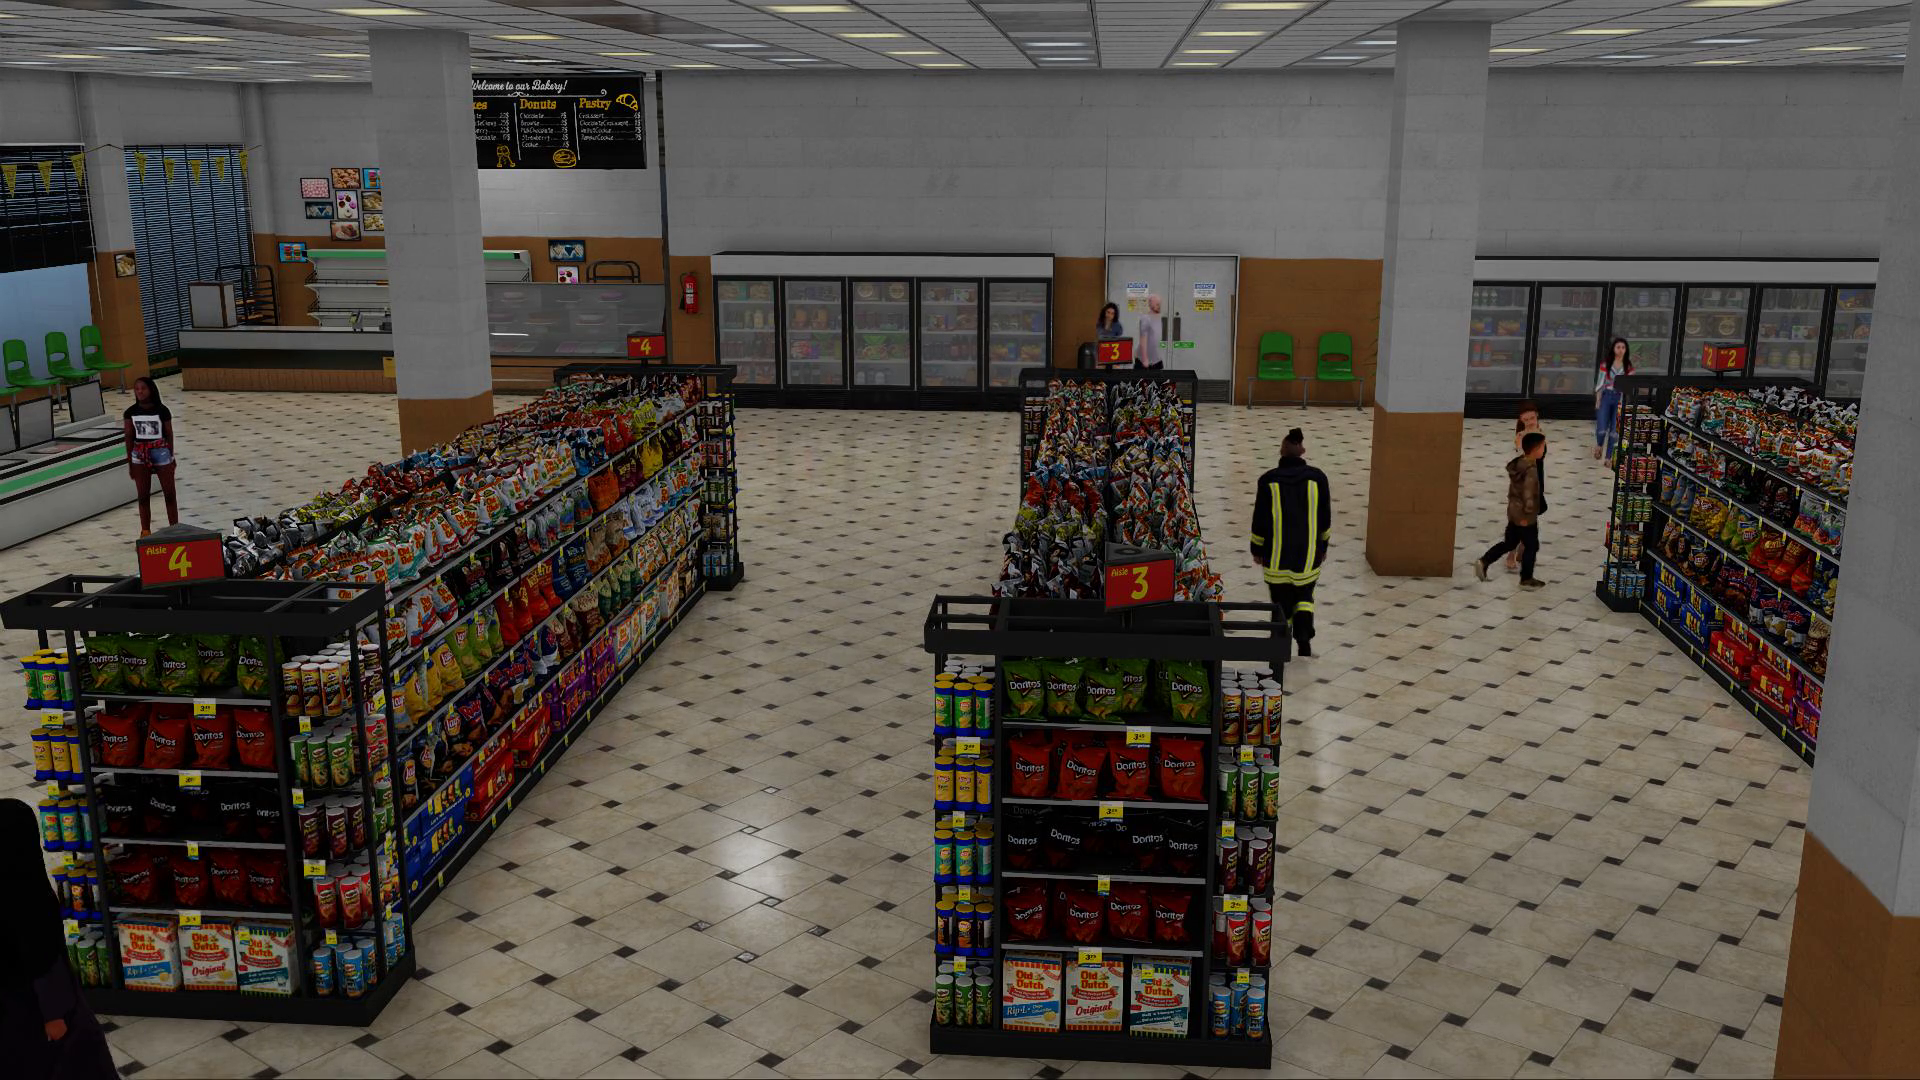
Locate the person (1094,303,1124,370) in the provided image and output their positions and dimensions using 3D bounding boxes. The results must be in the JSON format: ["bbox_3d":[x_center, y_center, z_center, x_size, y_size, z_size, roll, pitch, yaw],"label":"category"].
[{"bbox_3d":[2.115,-2.495,23.652,0.787,1.734,0.982,8,16,29],"label":"person"}]

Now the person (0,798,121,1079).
[{"bbox_3d":[-3.524,1.739,6.466,1.098,1.606,1.092,-9,16,-33],"label":"person"}]

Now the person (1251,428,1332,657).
[{"bbox_3d":[2.580,0.061,12.870,0.796,1.849,0.780,0,14,0],"label":"person"}]

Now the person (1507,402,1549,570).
[{"bbox_3d":[5.403,-0.532,15.848,0.850,1.598,0.776,10,17,35],"label":"person"}]

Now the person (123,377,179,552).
[{"bbox_3d":[-8.032,-0.768,16.543,0.683,1.728,0.697,-3,14,-13],"label":"person"}]

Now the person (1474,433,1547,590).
[{"bbox_3d":[5.018,-0.250,15.030,0.751,1.436,0.858,-2,14,-8],"label":"person"}]

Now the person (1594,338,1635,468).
[{"bbox_3d":[8.117,-1.721,20.736,0.639,1.604,0.699,3,14,13],"label":"person"}]
